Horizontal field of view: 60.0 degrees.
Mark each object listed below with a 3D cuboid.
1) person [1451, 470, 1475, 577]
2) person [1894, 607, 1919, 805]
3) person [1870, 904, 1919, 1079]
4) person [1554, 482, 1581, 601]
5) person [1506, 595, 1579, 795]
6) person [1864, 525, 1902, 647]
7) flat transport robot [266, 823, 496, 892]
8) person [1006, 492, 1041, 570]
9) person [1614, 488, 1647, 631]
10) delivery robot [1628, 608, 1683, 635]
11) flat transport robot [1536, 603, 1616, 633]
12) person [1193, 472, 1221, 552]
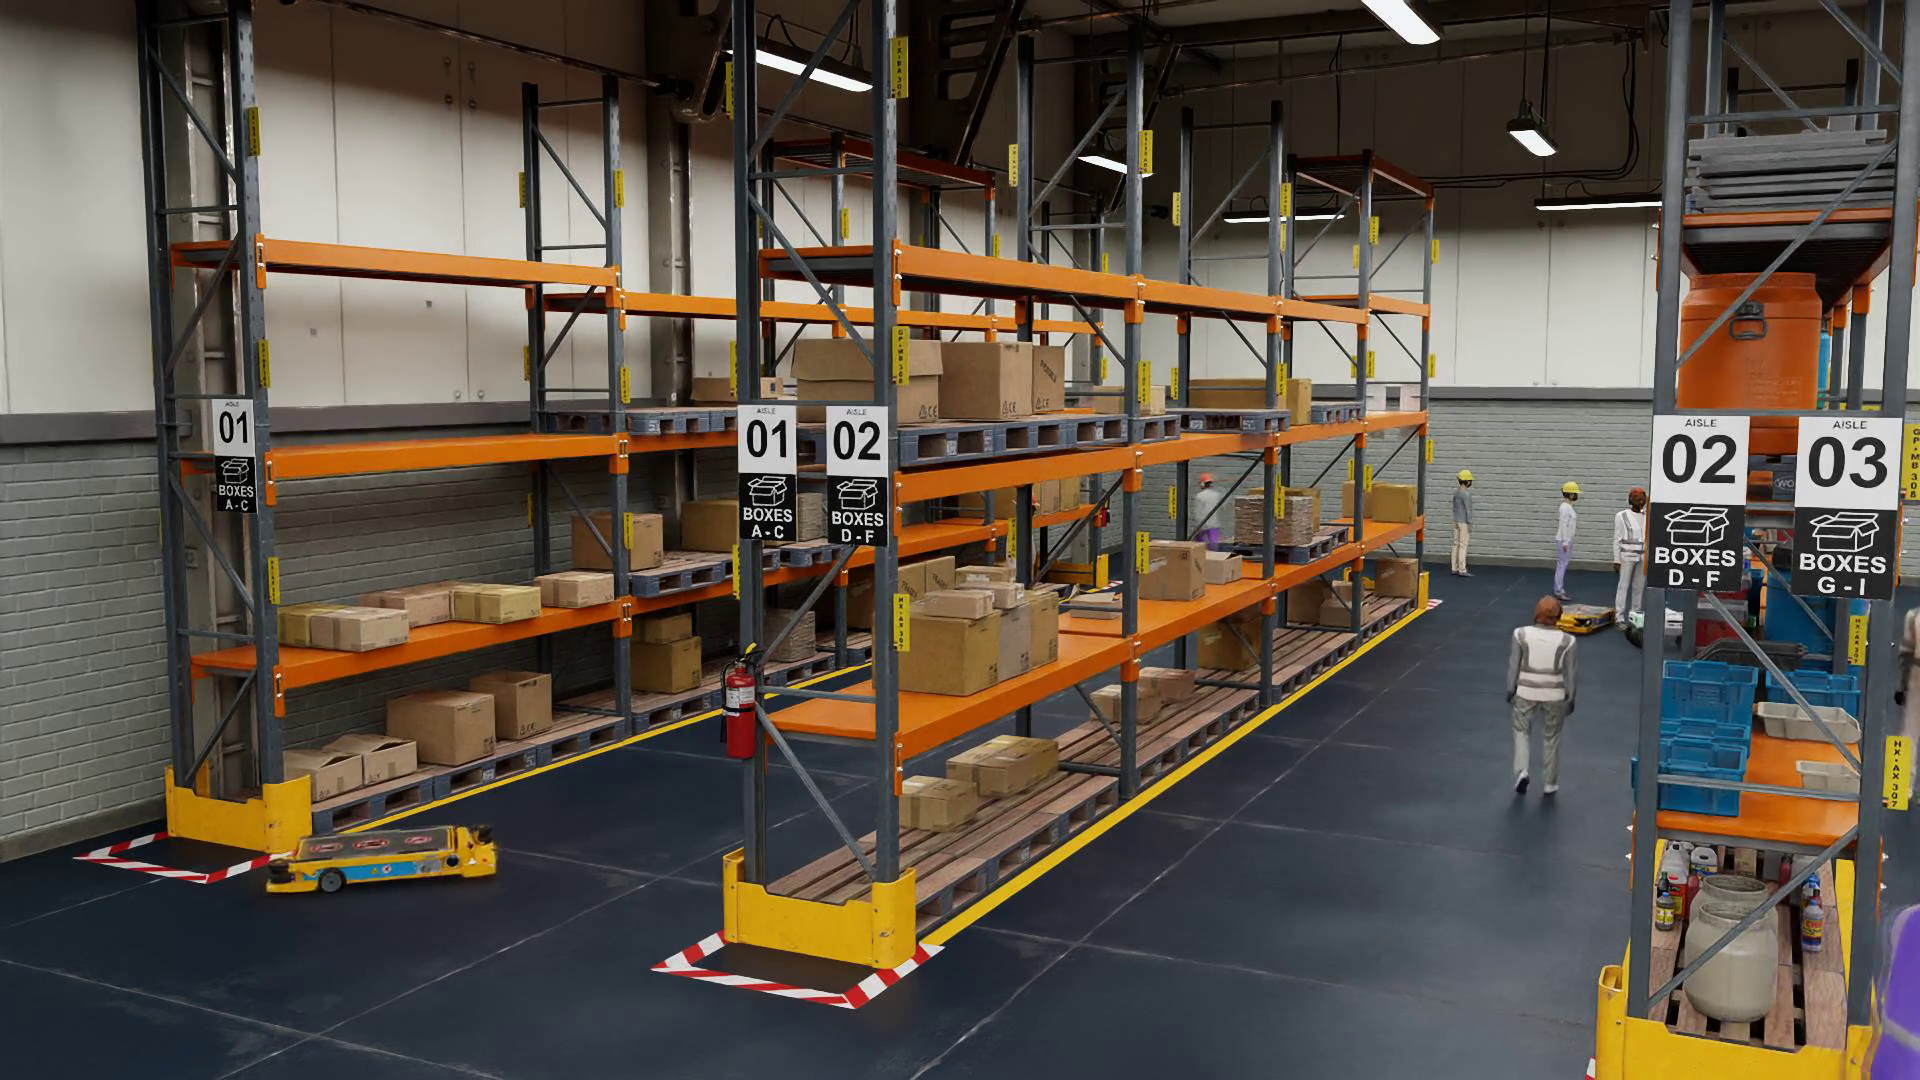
[{"bbox_3d":[8.314,-0.272,27.458,0.308,1.769,0.525,-1,6,-10],"label":"person"},{"bbox_3d":[7.579,1.163,12.917,0.609,1.885,0.624,-5,8,-41],"label":"person"},{"bbox_3d":[3.357,1.893,5.706,0.843,1.928,0.717,0,6,-5],"label":"person"},{"bbox_3d":[9.019,0.014,24.677,0.327,1.767,0.533,3,7,26],"label":"person"},{"bbox_3d":[4.652,1.251,13.300,0.554,1.628,0.488,3,6,24],"label":"person"},{"bbox_3d":[11.342,0.357,20.551,0.587,1.929,0.360,0,6,-5],"label":"person"},{"bbox_3d":[-3.888,2.136,11.229,1.431,0.197,0.652,-2,6,-18],"label":"flat transport robot"},{"bbox_3d":[0.755,0.399,19.880,0.405,1.989,0.623,-1,6,-7],"label":"person"},{"bbox_3d":[8.824,0.255,21.759,0.584,1.882,0.339,-1,6,-13],"label":"person"},{"bbox_3d":[8.608,1.004,20.419,0.707,0.478,0.477,1,6,9],"label":"delivery robot"},{"bbox_3d":[8.216,1.025,22.034,0.652,0.197,1.431,5,8,38],"label":"flat transport robot"},{"bbox_3d":[4.135,-0.270,27.687,0.575,1.717,0.866,-4,7,-33],"label":"person"}]
